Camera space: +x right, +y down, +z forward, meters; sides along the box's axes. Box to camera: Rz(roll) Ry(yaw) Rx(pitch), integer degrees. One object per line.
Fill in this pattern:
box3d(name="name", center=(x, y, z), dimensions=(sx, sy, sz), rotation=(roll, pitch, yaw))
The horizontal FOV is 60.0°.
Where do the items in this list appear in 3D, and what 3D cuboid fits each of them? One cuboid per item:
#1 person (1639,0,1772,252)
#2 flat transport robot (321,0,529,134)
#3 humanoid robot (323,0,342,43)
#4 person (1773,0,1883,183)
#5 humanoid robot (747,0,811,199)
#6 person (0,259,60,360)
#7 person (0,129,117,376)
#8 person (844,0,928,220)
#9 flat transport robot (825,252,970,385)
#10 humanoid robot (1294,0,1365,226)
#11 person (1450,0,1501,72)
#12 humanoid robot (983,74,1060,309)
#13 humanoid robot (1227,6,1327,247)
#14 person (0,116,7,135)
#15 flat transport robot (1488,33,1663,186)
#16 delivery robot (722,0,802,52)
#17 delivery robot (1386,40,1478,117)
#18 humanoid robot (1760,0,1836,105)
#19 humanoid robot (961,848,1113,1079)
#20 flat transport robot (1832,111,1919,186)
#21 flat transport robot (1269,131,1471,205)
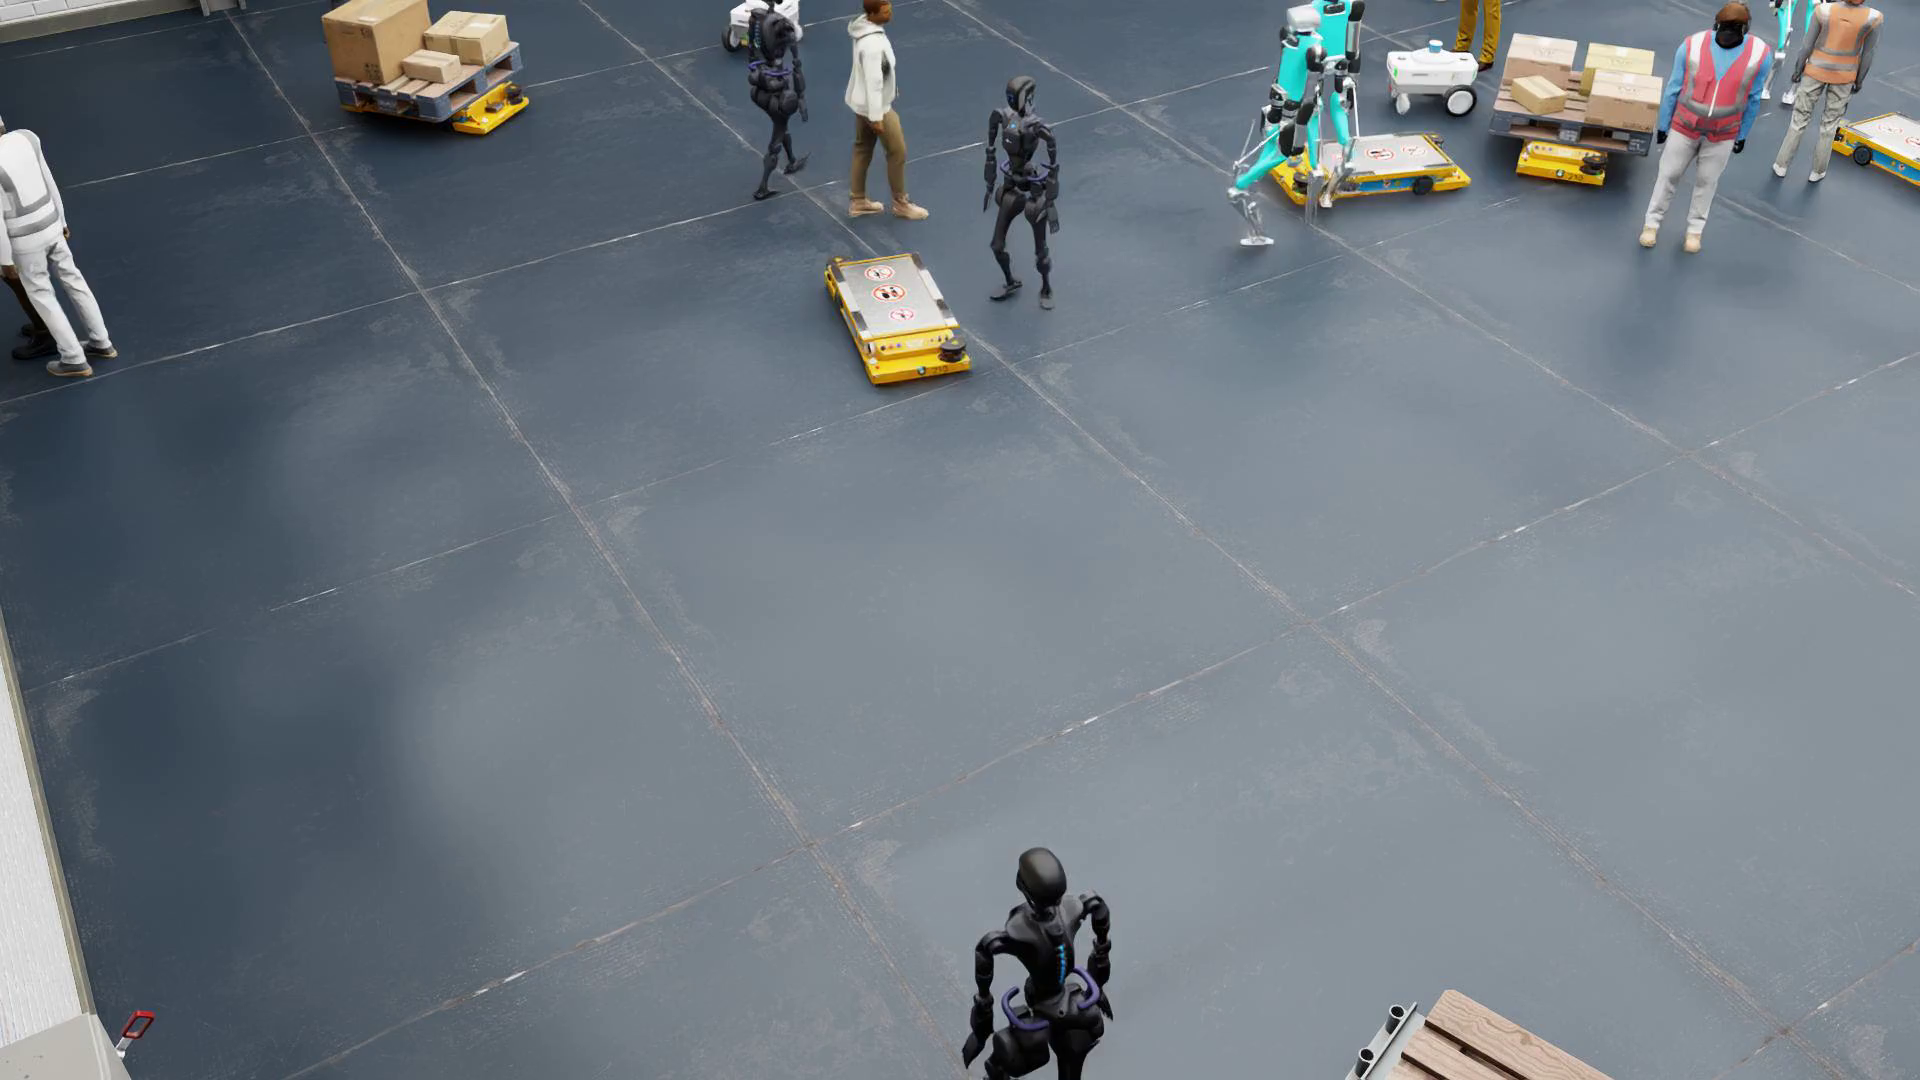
box3d(name="person", center=(5.223, -2.894, 11.692), dimensions=(0.629, 1.833, 0.434), rotation=(15, 41, 18))
box3d(name="flat transport robot", center=(-4.423, -3.719, 13.984), dimensions=(1.431, 0.231, 0.659), rotation=(14, 40, 17))
box3d(name="humanoid robot", center=(-5.577, -5.366, 14.960), dimensions=(0.753, 1.626, 0.612), rotation=(-29, 47, -32))
box3d(name="person", center=(6.585, -3.508, 12.612), dimensions=(0.513, 1.641, 0.308), rotation=(17, 42, 20))
box3d(name="humanoid robot", center=(-1.353, -3.424, 12.499), dimensions=(0.611, 1.629, 0.729), rotation=(30, 48, 33))
box3d(name="person", center=(-6.161, -2.050, 10.538), dimensions=(0.368, 1.933, 0.550), rotation=(-6, 39, -8))
box3d(name="person", center=(-5.786, -1.887, 10.387), dimensions=(0.346, 1.876, 0.584), rotation=(9, 39, 11))
box3d(name="person", center=(-0.566, -3.140, 12.065), dimensions=(0.591, 1.741, 0.568), rotation=(-9, 39, -11))
box3d(name="flat transport robot", center=(-0.444, -1.534, 11.228), dimensions=(0.659, 0.231, 1.431), rotation=(-10, 40, -13))
box3d(name="humanoid robot", center=(2.712, -3.057, 12.063), dimensions=(0.555, 1.897, 0.766), rotation=(-11, 40, -13))
box3d(name="person", center=(4.514, -4.926, 14.322), dimensions=(0.349, 1.747, 0.528), rotation=(-19, 42, -23))
box3d(name="humanoid robot", center=(0.446, -2.325, 11.086), dimensions=(0.603, 1.649, 0.370), rotation=(25, 45, 28))
box3d(name="humanoid robot", center=(2.105, -2.808, 11.679), dimensions=(0.710, 1.816, 0.550), rotation=(-10, 39, -12))
box3d(name="person", center=(-7.989, -3.992, 13.057), dimensions=(0.391, 1.850, 0.563), rotation=(7, 39, 9))
box3d(name="flat transport robot", center=(4.917, -3.284, 13.436), dimensions=(0.659, 0.231, 1.431), rotation=(13, 40, 16))
box3d(name="delivery robot", center=(-1.773, -4.679, 14.977), dimensions=(0.499, 0.609, 0.781), rotation=(17, 42, 21))
box3d(name="delivery robot", center=(3.983, -3.879, 13.971), dimensions=(0.785, 0.614, 0.514), rotation=(1, 38, 2))
box3d(name="humanoid robot", center=(6.908, -4.398, 13.590), dimensions=(0.530, 1.714, 0.720), rotation=(12, 40, 14))
box3d(name="humanoid robot", center=(0.287, 1.699, 6.020), dimensions=(0.593, 1.640, 0.542), rotation=(-17, 42, -20))
box3d(name="flat transport robot", center=(7.583, -2.990, 13.064), dimensions=(0.659, 0.231, 1.431), rotation=(-18, 42, -21))
box3d(name="flat transport robot", center=(3.179, -2.896, 12.945), dimensions=(1.431, 0.231, 0.659), rotation=(-8, 39, -10))
